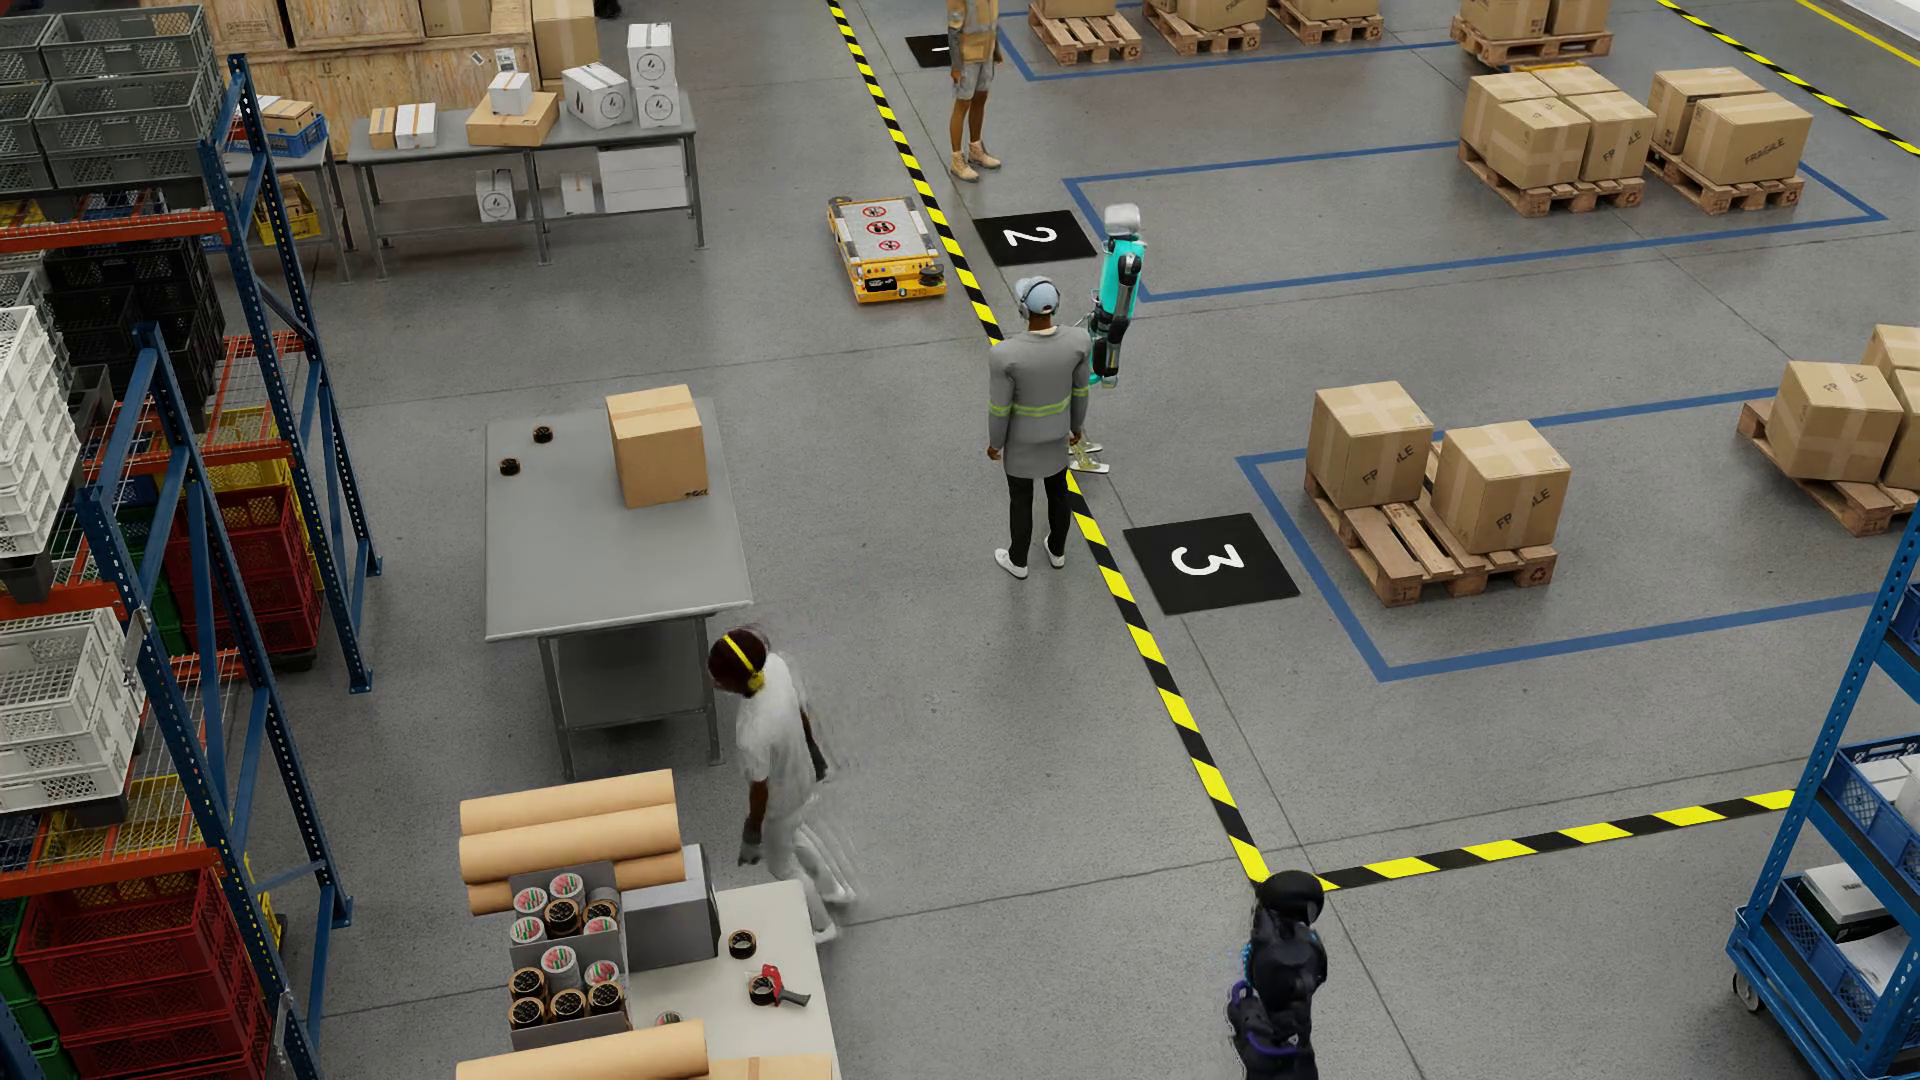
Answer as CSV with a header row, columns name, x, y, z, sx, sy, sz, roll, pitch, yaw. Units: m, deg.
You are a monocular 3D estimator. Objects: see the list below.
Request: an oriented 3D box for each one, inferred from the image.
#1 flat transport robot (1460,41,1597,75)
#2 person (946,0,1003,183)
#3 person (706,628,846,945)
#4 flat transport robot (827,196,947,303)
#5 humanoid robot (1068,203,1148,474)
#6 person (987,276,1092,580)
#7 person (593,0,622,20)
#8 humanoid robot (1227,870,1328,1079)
name,x,y,z,sx,sy,sz,roll,pitch,yaw
flat transport robot,5.330,-4.520,15.605,0.652,0.197,1.431,-8,37,-10
person,0.147,-3.902,13.320,0.400,2.035,0.607,26,44,31
person,-0.752,1.048,6.836,0.453,1.832,0.549,2,37,2
flat transport robot,-0.570,-2.220,12.538,0.659,0.231,1.431,-8,37,-10
humanoid robot,0.690,-1.170,9.783,0.735,1.677,0.533,-1,37,-1
person,0.413,-0.607,9.043,0.588,1.852,0.374,-14,39,-17
person,-3.761,-6.081,16.365,0.560,1.891,0.532,23,43,28
humanoid robot,1.063,1.807,5.949,0.587,1.635,0.601,-5,37,-7
